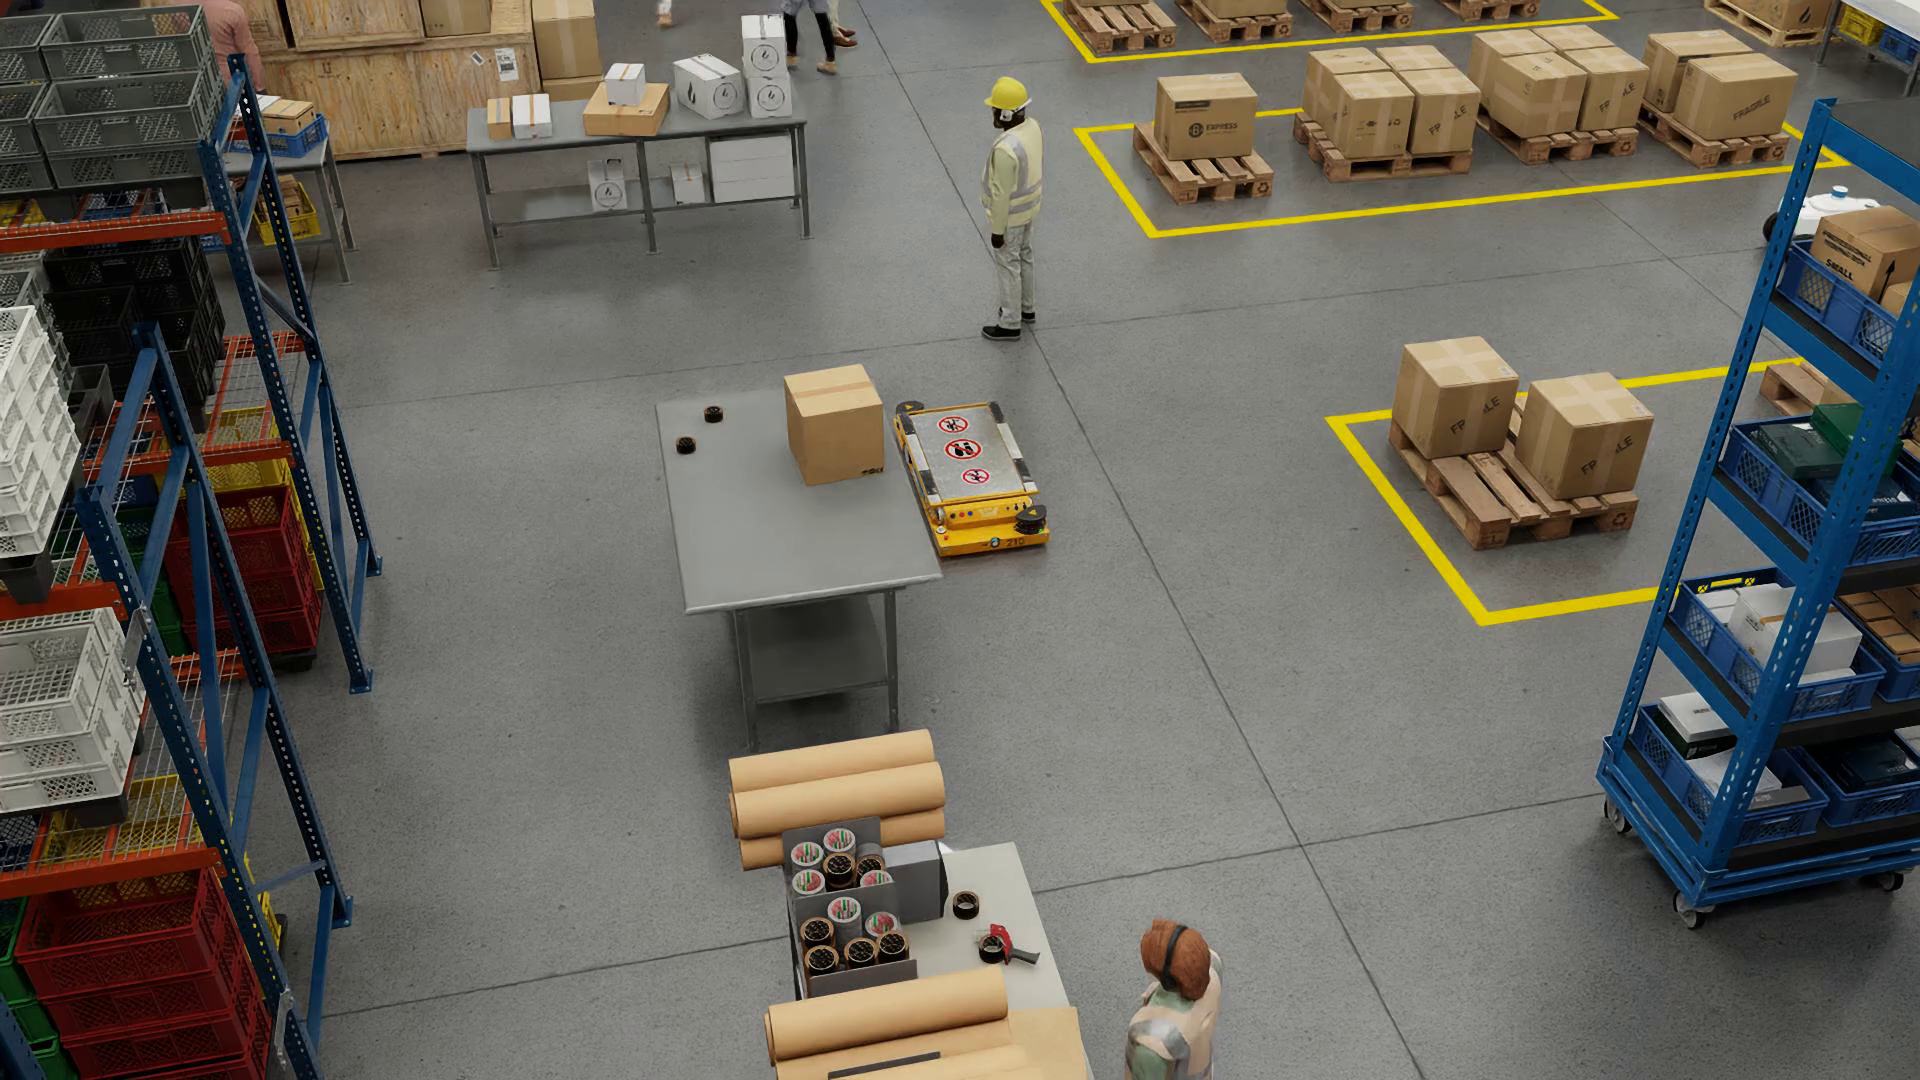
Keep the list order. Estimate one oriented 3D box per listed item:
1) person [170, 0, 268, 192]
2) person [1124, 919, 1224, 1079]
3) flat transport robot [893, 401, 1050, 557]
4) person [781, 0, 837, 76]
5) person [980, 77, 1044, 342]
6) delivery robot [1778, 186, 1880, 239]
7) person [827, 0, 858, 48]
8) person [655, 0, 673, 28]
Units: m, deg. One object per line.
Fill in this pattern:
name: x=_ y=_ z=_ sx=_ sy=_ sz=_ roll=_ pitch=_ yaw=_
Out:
person: x=-5.732 y=-3.634 z=13.067 sx=0.636 sy=1.900 sz=0.401 roll=8 pitch=37 yaw=10
person: x=0.726 y=1.920 z=5.817 sx=0.310 sy=1.633 sz=0.517 roll=21 pitch=41 yaw=26
flat transport robot: x=0.046 y=-0.430 z=10.108 sx=0.652 sy=0.197 sz=1.431 roll=-8 pitch=37 yaw=-10
person: x=-1.437 y=-5.128 z=15.268 sx=0.712 sy=1.651 sz=0.548 roll=28 pitch=45 yaw=32
person: x=0.341 y=-2.237 z=11.246 sx=0.403 sy=1.823 sz=0.590 roll=15 pitch=39 yaw=19
delivery robot: x=6.526 y=-2.408 z=12.456 sx=0.707 sy=0.478 sz=0.477 roll=1 pitch=37 yaw=2
person: x=-1.173 y=-5.665 z=15.815 sx=0.332 sy=1.872 sz=0.514 roll=-3 pitch=37 yaw=-4
person: x=-3.097 y=-5.972 z=16.295 sx=0.630 sy=1.793 sz=0.796 roll=8 pitch=37 yaw=11
